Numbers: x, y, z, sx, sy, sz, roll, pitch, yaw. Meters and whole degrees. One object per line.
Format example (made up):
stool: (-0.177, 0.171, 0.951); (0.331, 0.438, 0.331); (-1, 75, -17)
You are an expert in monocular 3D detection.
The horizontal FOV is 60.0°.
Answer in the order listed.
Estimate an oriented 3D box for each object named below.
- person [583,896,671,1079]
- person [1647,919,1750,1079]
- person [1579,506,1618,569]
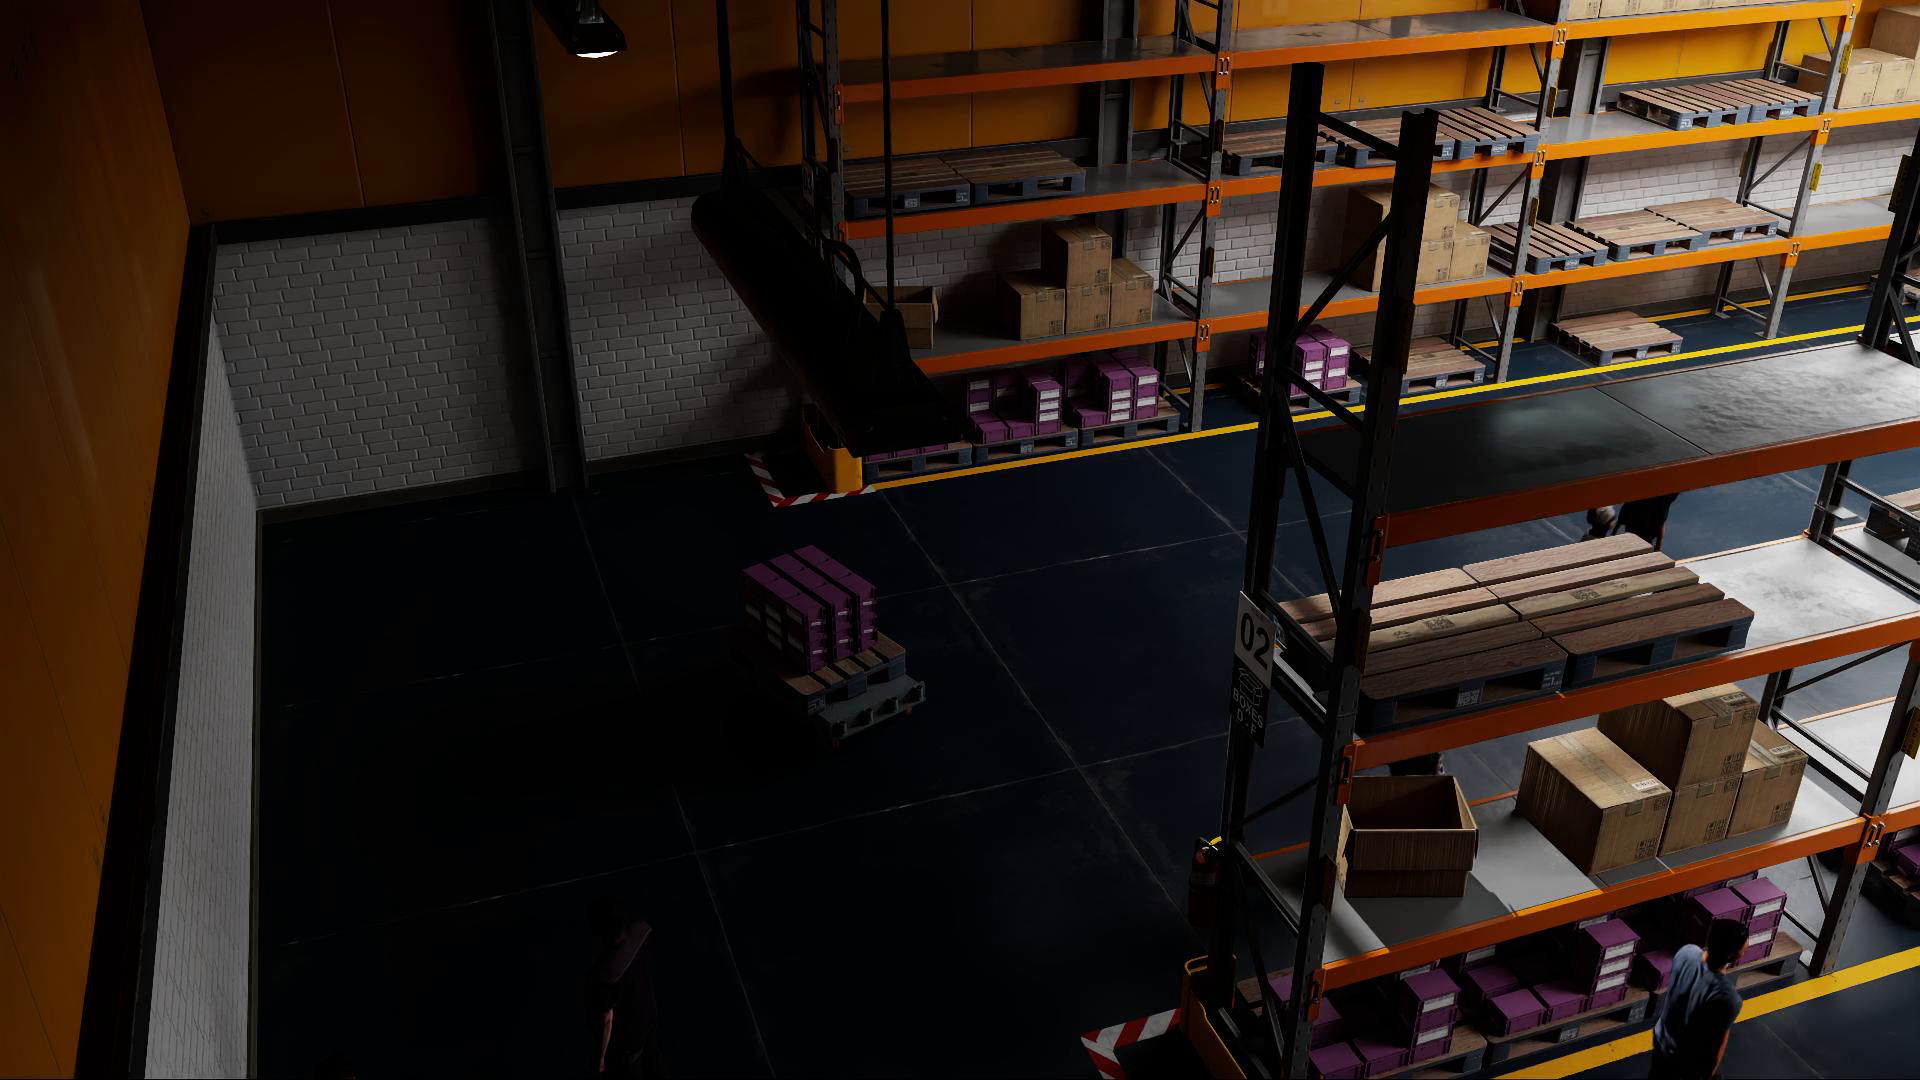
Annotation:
person: (-1.850, 2.710, 9.251); (0.835, 1.845, 0.800); (10, 30, 18)
person: (3.917, 2.804, 9.131); (0.607, 1.794, 0.658); (-10, 30, -17)
person: (5.152, 0.422, 13.655); (0.658, 1.645, 0.644); (5, 29, 10)
